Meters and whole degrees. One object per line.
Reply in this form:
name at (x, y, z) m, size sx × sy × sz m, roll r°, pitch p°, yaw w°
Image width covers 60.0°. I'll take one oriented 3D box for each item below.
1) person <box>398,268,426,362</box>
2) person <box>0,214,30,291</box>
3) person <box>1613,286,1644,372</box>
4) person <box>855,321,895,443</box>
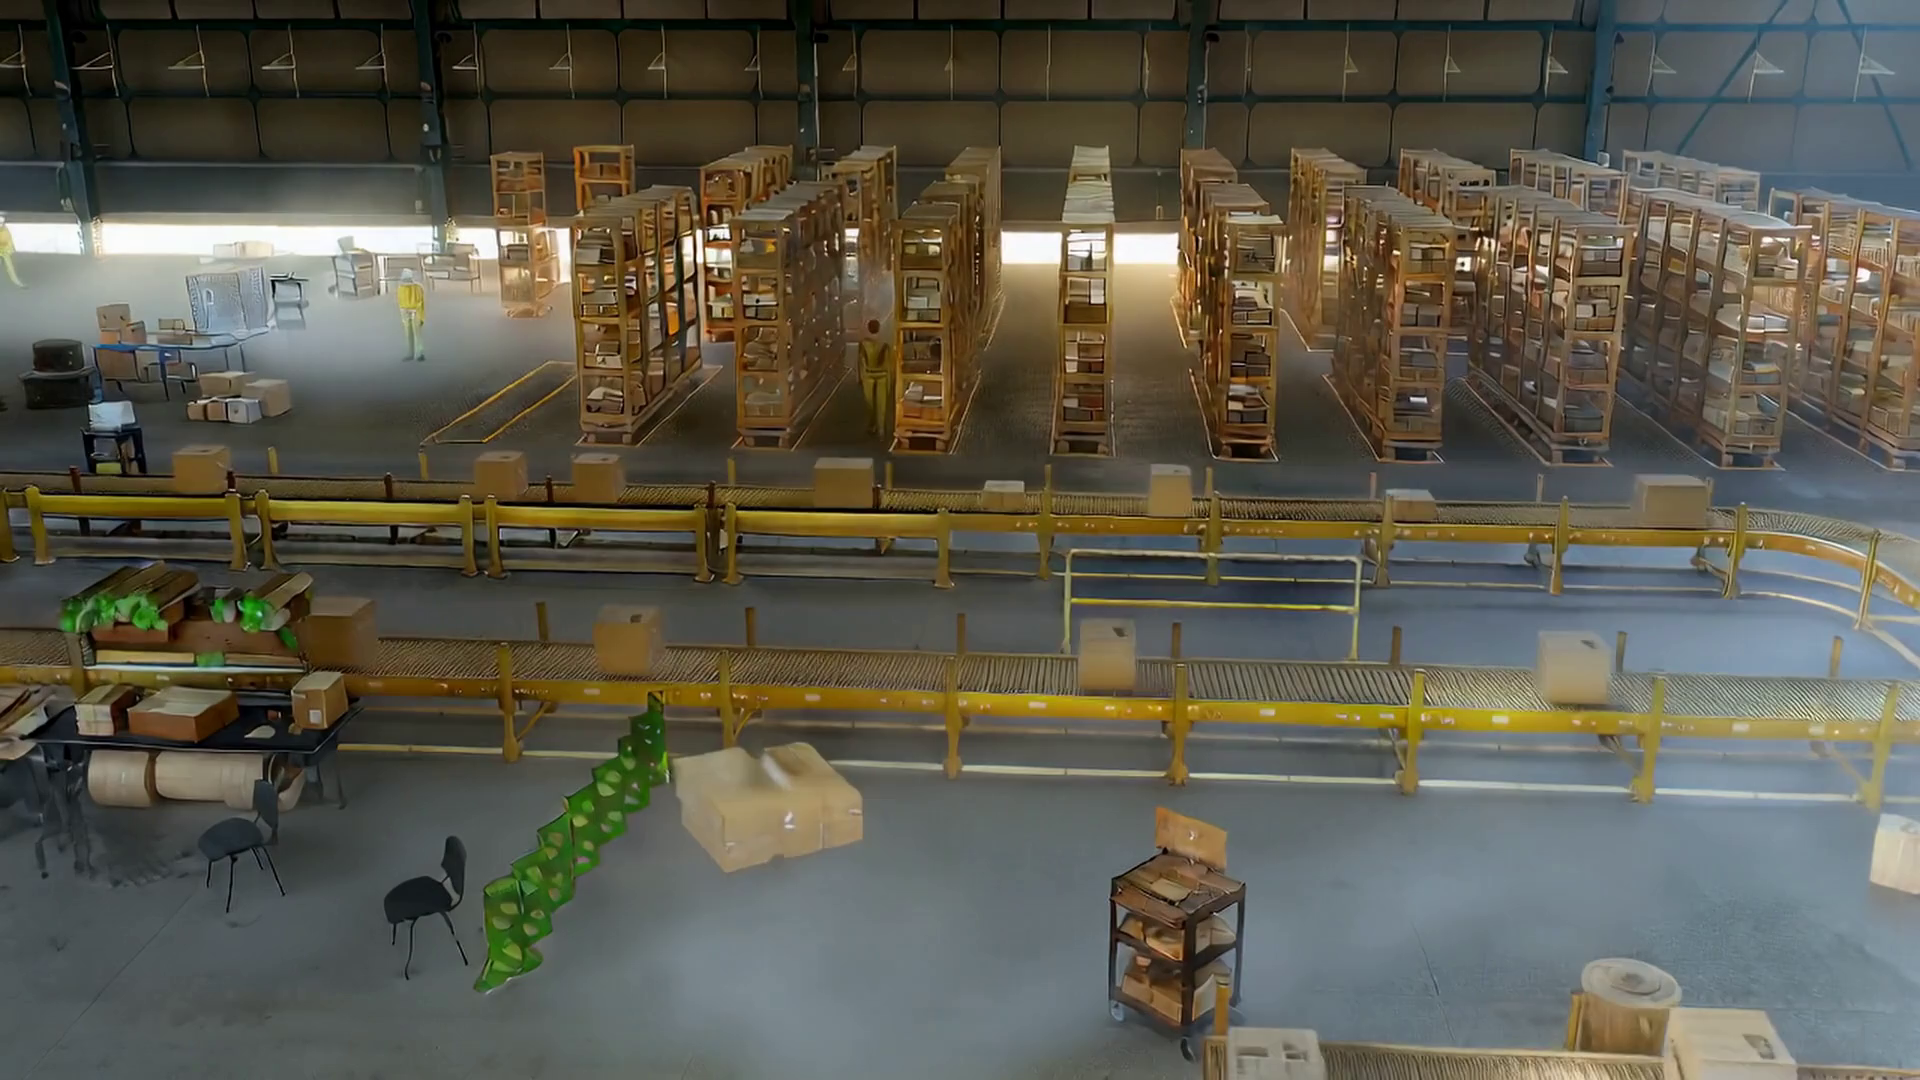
person at (-10.723, -4.397, 32.514) m, size 0.590 × 1.833 × 0.404 m, roll 6°, pitch 18°, yaw 17°
person at (-23.535, -7.074, 40.860) m, size 1.057 × 1.932 × 0.625 m, roll 1°, pitch 18°, yaw 2°
person at (12.582, -3.971, 31.209) m, size 0.625 × 1.810 × 0.488 m, roll -10°, pitch 20°, yaw -28°
person at (-1.359, -2.579, 26.644) m, size 0.635 × 1.902 × 1.005 m, roll 0°, pitch 17°, yaw 1°
